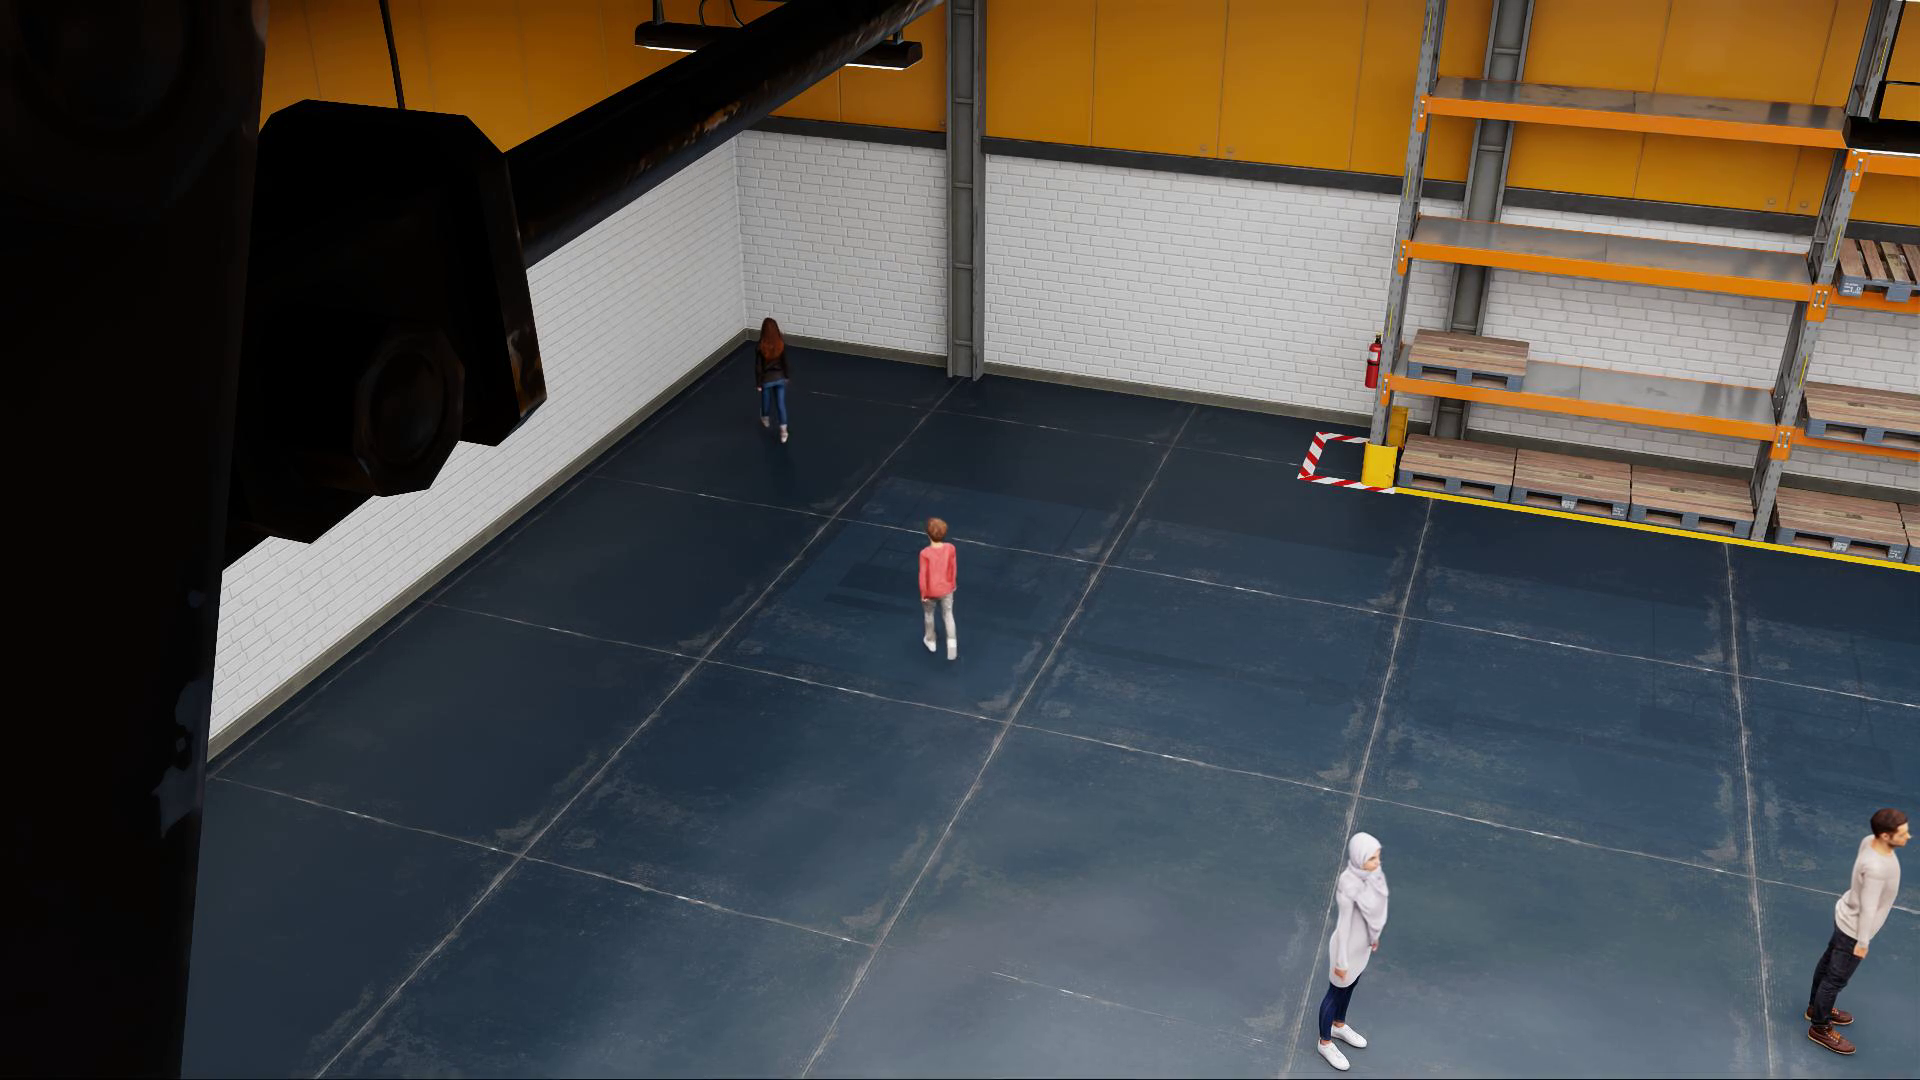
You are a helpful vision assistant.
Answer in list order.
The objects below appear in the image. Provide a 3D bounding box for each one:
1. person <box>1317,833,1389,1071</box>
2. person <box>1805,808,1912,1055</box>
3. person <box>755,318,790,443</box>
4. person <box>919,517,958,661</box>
[{"bbox_3d":[2.530,2.623,10.766,0.650,1.776,0.676,23,36,35],"label":"person"},{"bbox_3d":[5.858,2.506,10.883,0.584,1.868,0.661,12,31,21],"label":"person"},{"bbox_3d":[-2.145,-1.827,19.274,0.996,1.440,1.005,-9,30,-16],"label":"person"},{"bbox_3d":[-0.175,0.457,15.121,0.819,1.407,0.846,-10,30,-17],"label":"person"}]
